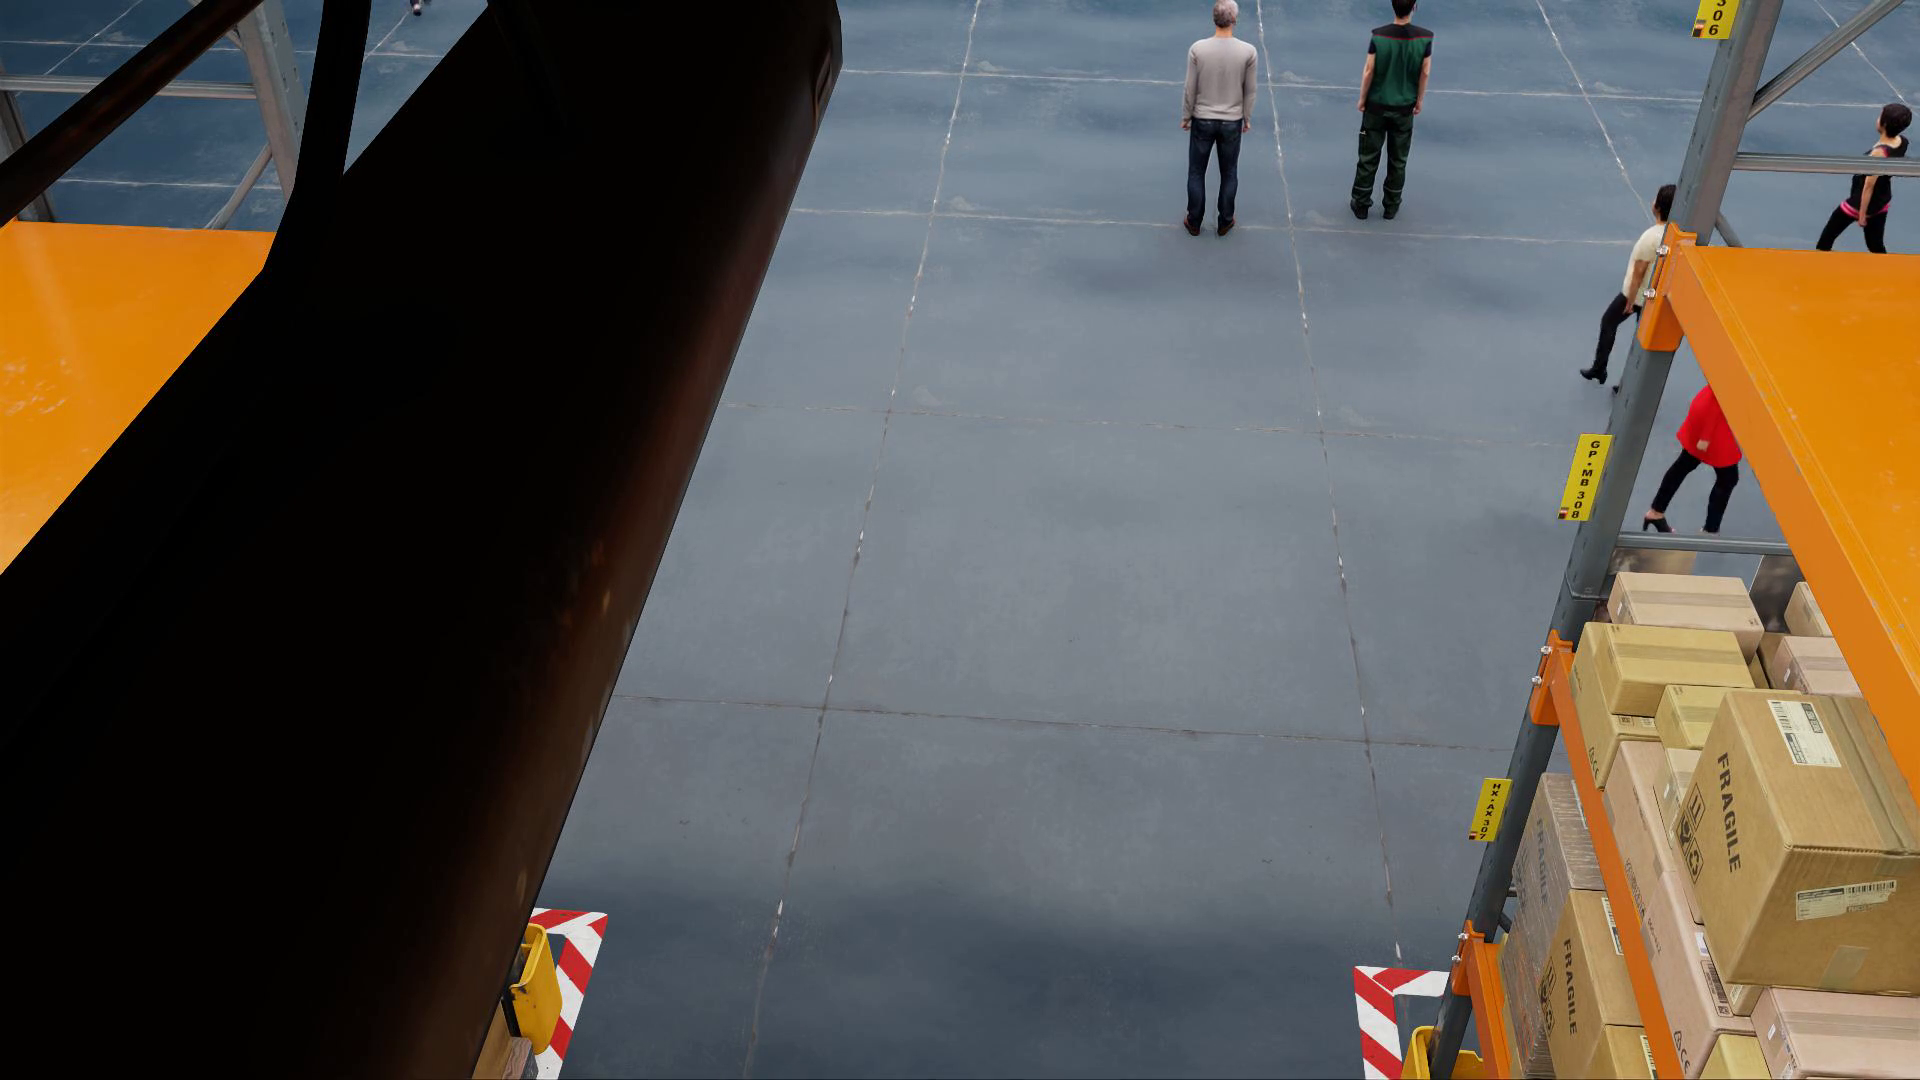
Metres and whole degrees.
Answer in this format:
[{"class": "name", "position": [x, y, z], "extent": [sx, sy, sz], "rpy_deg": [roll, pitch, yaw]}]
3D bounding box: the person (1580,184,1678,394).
[{"class": "person", "position": [4.700, -1.626, 11.301], "extent": [0.758, 1.570, 0.831], "rpy_deg": [-15, 40, -18]}]

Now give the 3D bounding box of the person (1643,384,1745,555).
[{"class": "person", "position": [4.441, -0.720, 10.012], "extent": [0.785, 1.732, 0.778], "rpy_deg": [13, 40, 16]}]

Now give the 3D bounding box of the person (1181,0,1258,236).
[{"class": "person", "position": [2.042, -3.332, 13.215], "extent": [0.718, 1.900, 0.611], "rpy_deg": [4, 38, 5]}]

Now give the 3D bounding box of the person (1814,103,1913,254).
[{"class": "person", "position": [6.865, -2.489, 12.449], "extent": [0.916, 1.516, 1.092], "rpy_deg": [-20, 42, -23]}]

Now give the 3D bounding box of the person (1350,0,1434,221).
[{"class": "person", "position": [3.482, -3.520, 13.456], "extent": [0.661, 1.899, 0.560], "rpy_deg": [4, 38, 5]}]
